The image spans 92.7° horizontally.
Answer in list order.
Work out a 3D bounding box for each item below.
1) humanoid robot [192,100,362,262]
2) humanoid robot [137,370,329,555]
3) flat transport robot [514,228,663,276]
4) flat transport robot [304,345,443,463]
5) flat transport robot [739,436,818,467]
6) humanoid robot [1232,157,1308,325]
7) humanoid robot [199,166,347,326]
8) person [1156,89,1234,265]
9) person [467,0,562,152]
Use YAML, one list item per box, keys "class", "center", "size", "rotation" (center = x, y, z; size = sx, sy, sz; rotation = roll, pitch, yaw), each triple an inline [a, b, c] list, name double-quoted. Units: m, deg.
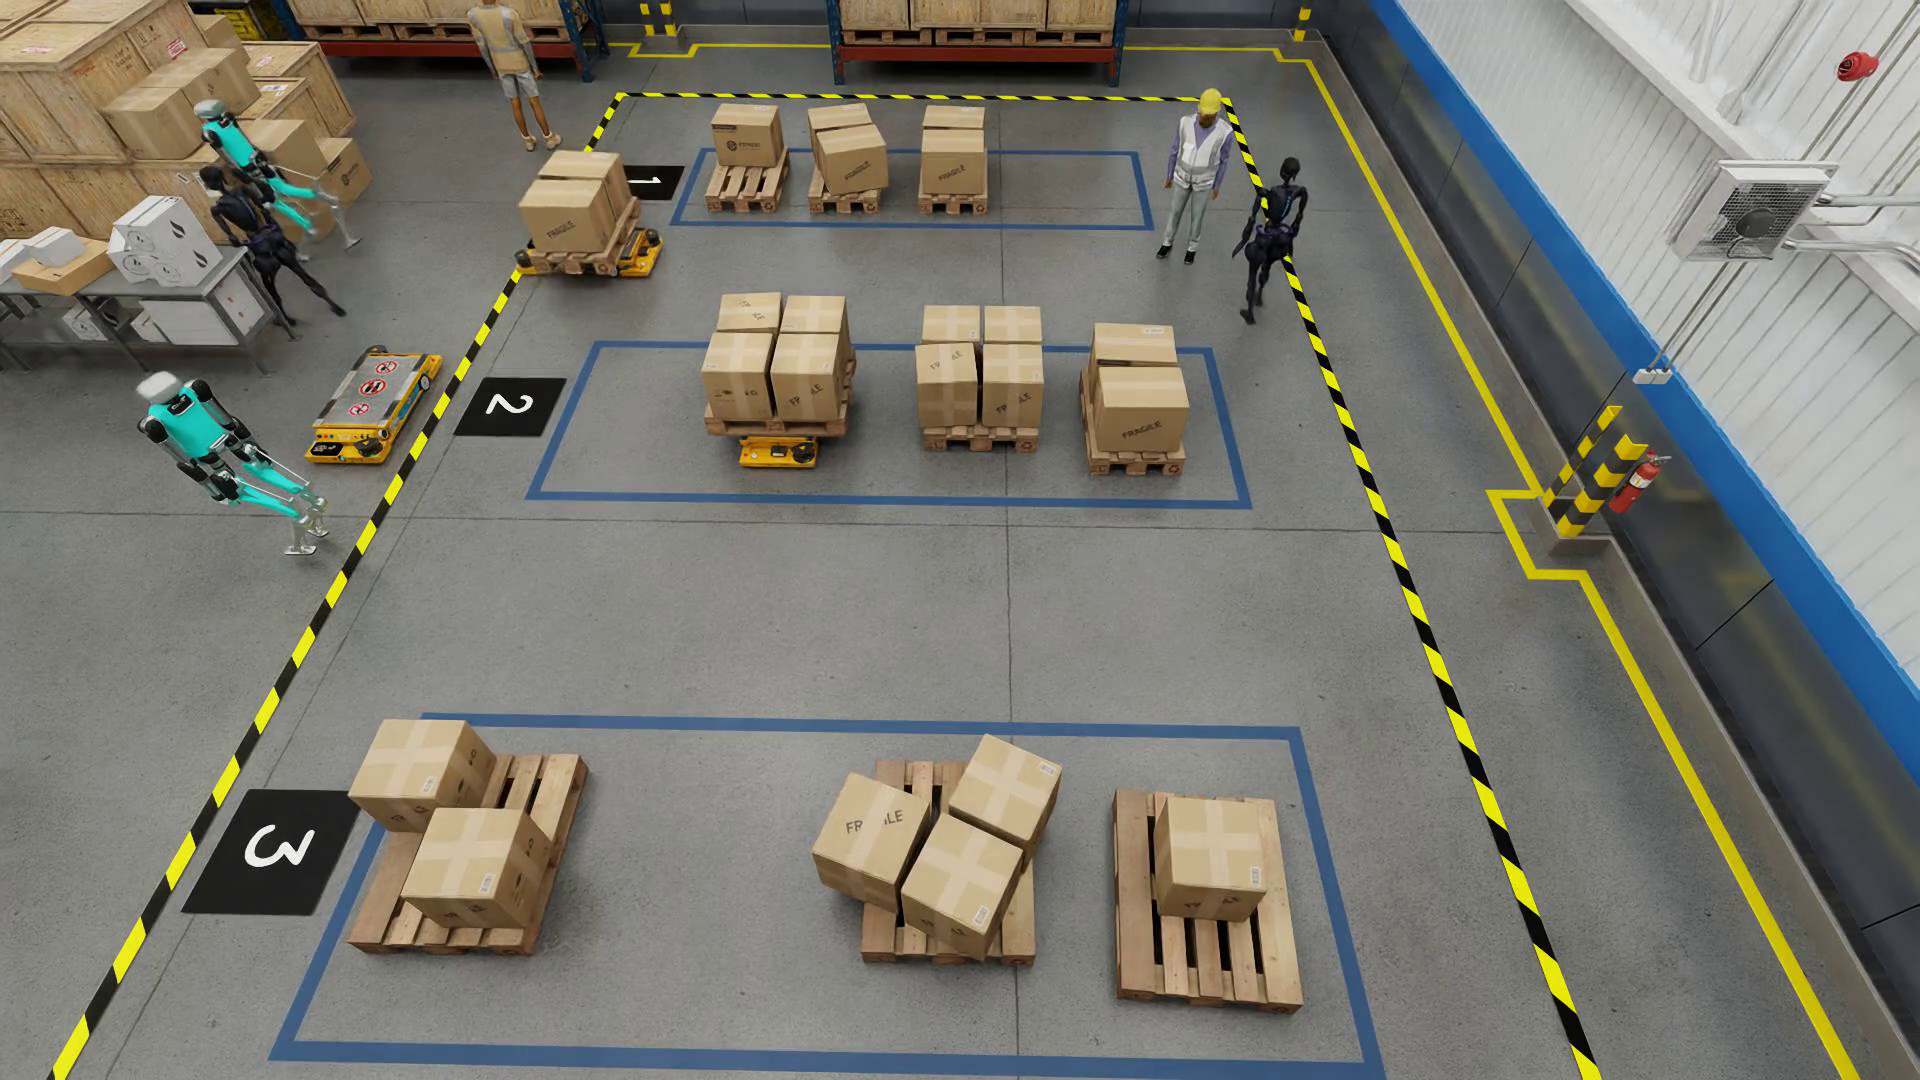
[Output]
- class: "humanoid robot"
  center: [-6.942, -3.696, 9.556]
  size: [1.005, 1.753, 0.541]
  rotation: [-6, 50, -5]
- class: "humanoid robot"
  center: [-5.176, -0.496, 6.736]
  size: [0.735, 1.677, 0.533]
  rotation: [10, 50, 8]
- class: "flat transport robot"
  center: [-4.055, -3.167, 10.028]
  size: [1.431, 0.197, 0.652]
  rotation: [1, 50, 1]
- class: "flat transport robot"
  center: [-5.383, -1.269, 8.441]
  size: [0.659, 0.231, 1.431]
  rotation: [1, 50, 1]
- class: "flat transport robot"
  center: [-1.582, -1.235, 8.394]
  size: [0.652, 0.197, 1.431]
  rotation: [1, 50, 1]
- class: "humanoid robot"
  center: [2.977, -2.912, 8.912]
  size: [0.615, 1.648, 0.496]
  rotation: [-8, 50, -6]
- class: "humanoid robot"
  center: [-6.692, -2.796, 8.825]
  size: [0.688, 1.629, 0.613]
  rotation: [6, 50, 5]
- class: "person"
  center: [2.426, -3.747, 9.513]
  size: [0.601, 1.828, 0.404]
  rotation: [20, 53, 16]
- class: "person"
  center: [-5.393, -5.729, 11.057]
  size: [0.605, 2.038, 0.377]
  rotation: [-2, 50, -2]
